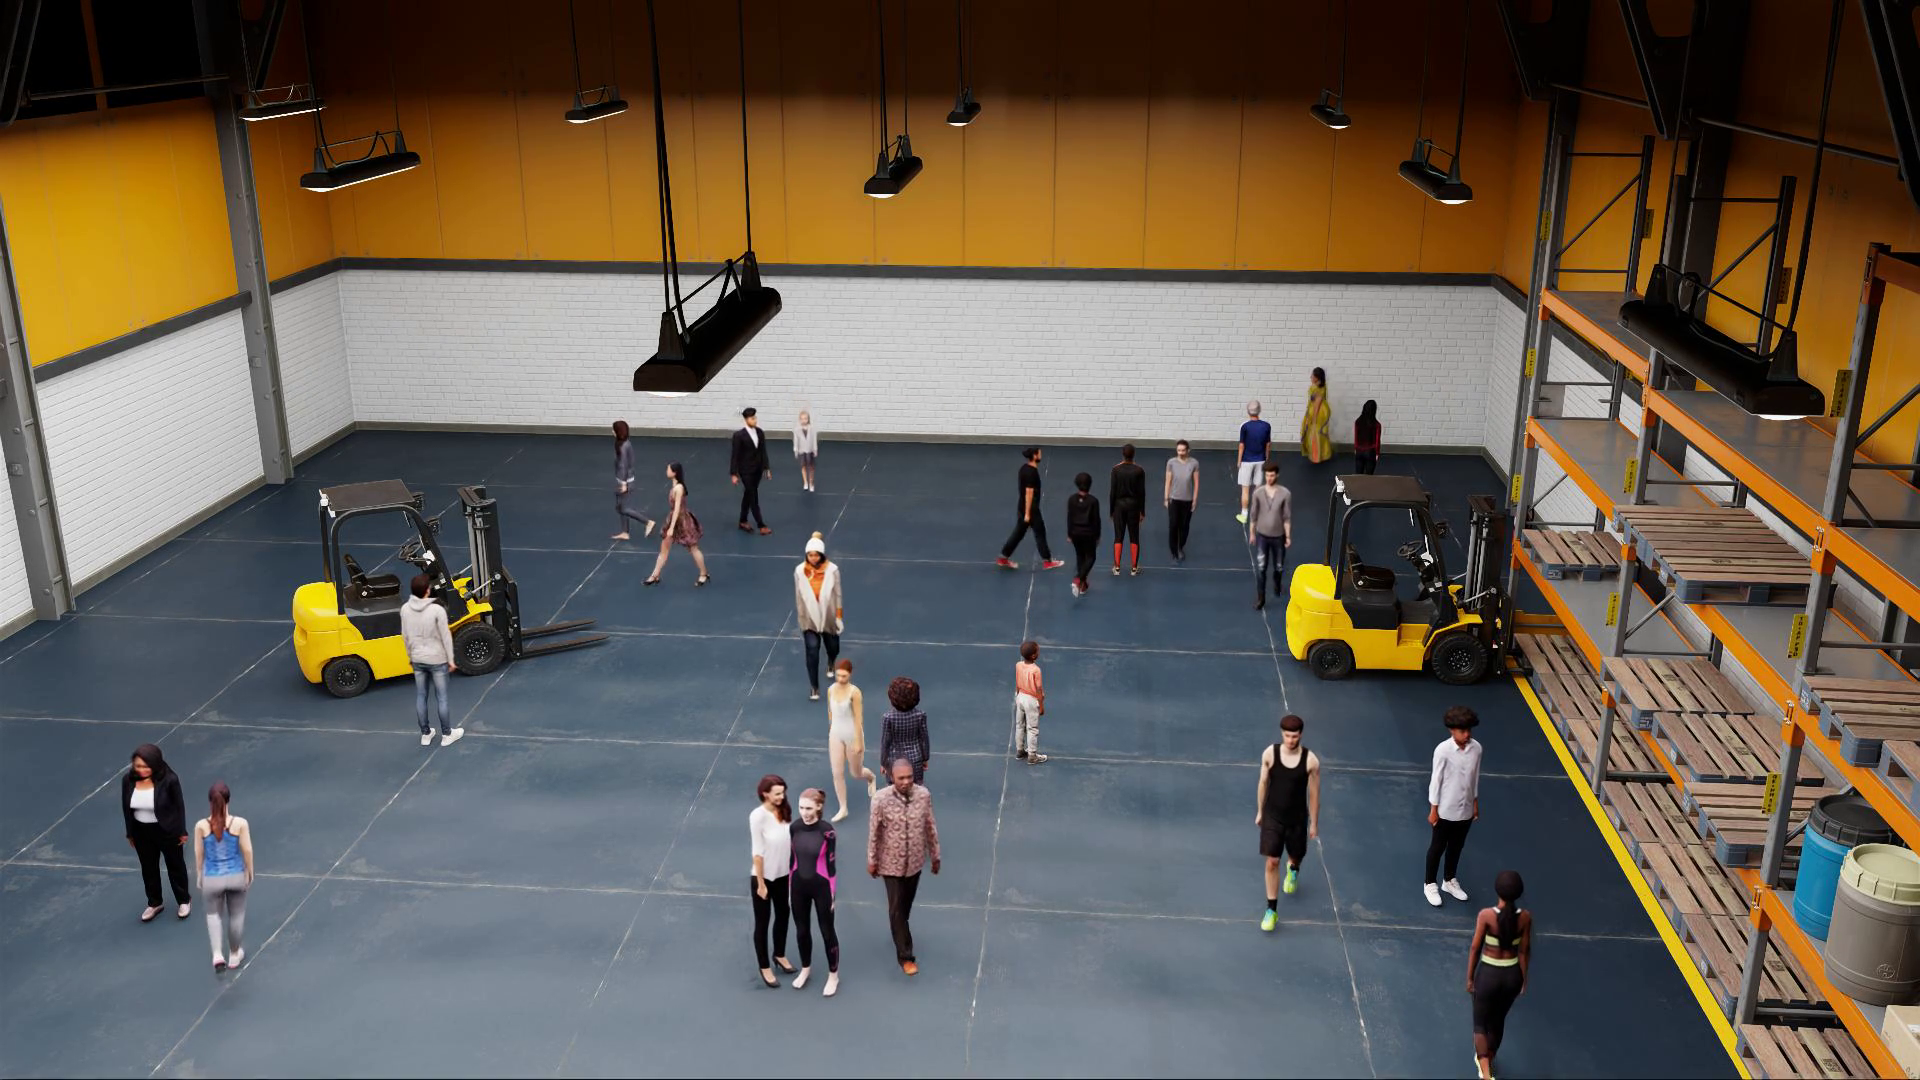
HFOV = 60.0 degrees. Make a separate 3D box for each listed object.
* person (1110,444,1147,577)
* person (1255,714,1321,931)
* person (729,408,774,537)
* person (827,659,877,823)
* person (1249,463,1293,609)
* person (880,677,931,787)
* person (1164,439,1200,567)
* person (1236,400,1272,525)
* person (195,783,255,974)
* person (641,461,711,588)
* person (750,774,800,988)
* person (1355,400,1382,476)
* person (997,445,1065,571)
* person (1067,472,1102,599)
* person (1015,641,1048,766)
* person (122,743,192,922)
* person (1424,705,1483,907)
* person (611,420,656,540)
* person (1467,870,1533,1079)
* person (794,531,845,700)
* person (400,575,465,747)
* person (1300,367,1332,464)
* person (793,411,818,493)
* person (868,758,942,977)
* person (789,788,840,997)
[{"bbox_3d":[2.234,-0.415,22.264,0.640,1.807,0.543,3,19,9],"label":"person"},{"bbox_3d":[2.783,2.310,14.090,0.876,1.860,1.227,6,19,17],"label":"person"},{"bbox_3d":[-3.081,-1.008,23.952,1.133,1.854,1.120,16,24,39],"label":"person"},{"bbox_3d":[-1.035,1.859,15.802,0.753,1.621,0.937,10,21,26],"label":"person"},{"bbox_3d":[3.960,-0.075,21.129,0.822,1.887,0.966,6,20,18],"label":"person"},{"bbox_3d":[-0.501,2.038,15.143,0.687,1.703,0.662,-5,19,-14],"label":"person"},{"bbox_3d":[3.041,-0.562,22.834,0.637,1.722,0.973,0,19,1],"label":"person"},{"bbox_3d":[4.303,-1.157,24.424,0.690,1.834,0.633,-4,19,-11],"label":"person"},{"bbox_3d":[-5.857,2.735,13.242,0.763,1.595,0.879,-8,20,-22],"label":"person"},{"bbox_3d":[-3.545,-0.159,21.634,0.980,1.723,1.154,-6,20,-18],"label":"person"},{"bbox_3d":[-1.502,2.667,13.133,0.741,1.793,0.638,14,23,36],"label":"person"},{"bbox_3d":[6.136,-1.304,25.147,0.657,1.652,0.682,15,24,37],"label":"person"},{"bbox_3d":[0.832,-0.395,22.350,0.938,1.714,1.155,-3,19,-9],"label":"person"},{"bbox_3d":[1.578,-0.035,21.369,0.821,1.657,1.035,10,21,27],"label":"person"},{"bbox_3d":[0.699,1.640,16.940,0.568,1.310,0.616,18,25,42],"label":"person"},{"bbox_3d":[-6.790,2.447,14.069,0.708,1.613,0.703,-3,19,-9],"label":"person"},{"bbox_3d":[4.247,2.261,14.316,0.717,1.809,0.699,-6,20,-18],"label":"person"},{"bbox_3d":[-4.675,-0.835,23.593,0.832,1.755,0.873,-4,19,-11],"label":"person"},{"bbox_3d":[3.810,3.166,11.742,0.556,1.736,0.965,2,19,6],"label":"person"},{"bbox_3d":[-1.548,0.794,18.583,0.808,1.866,1.140,-2,19,-5],"label":"person"},{"bbox_3d":[-5.528,1.241,17.274,0.665,1.852,0.565,2,19,7],"label":"person"},{"bbox_3d":[5.943,-2.057,27.430,0.897,1.622,0.694,7,20,19],"label":"person"},{"bbox_3d":[-2.408,-1.415,26.085,0.552,1.263,0.613,-1,19,-2],"label":"person"},{"bbox_3d":[-0.490,2.562,13.487,1.049,1.767,1.245,-8,20,-22],"label":"person"},{"bbox_3d":[-1.143,2.731,13.017,0.606,1.745,0.606,7,20,20],"label":"person"}]
